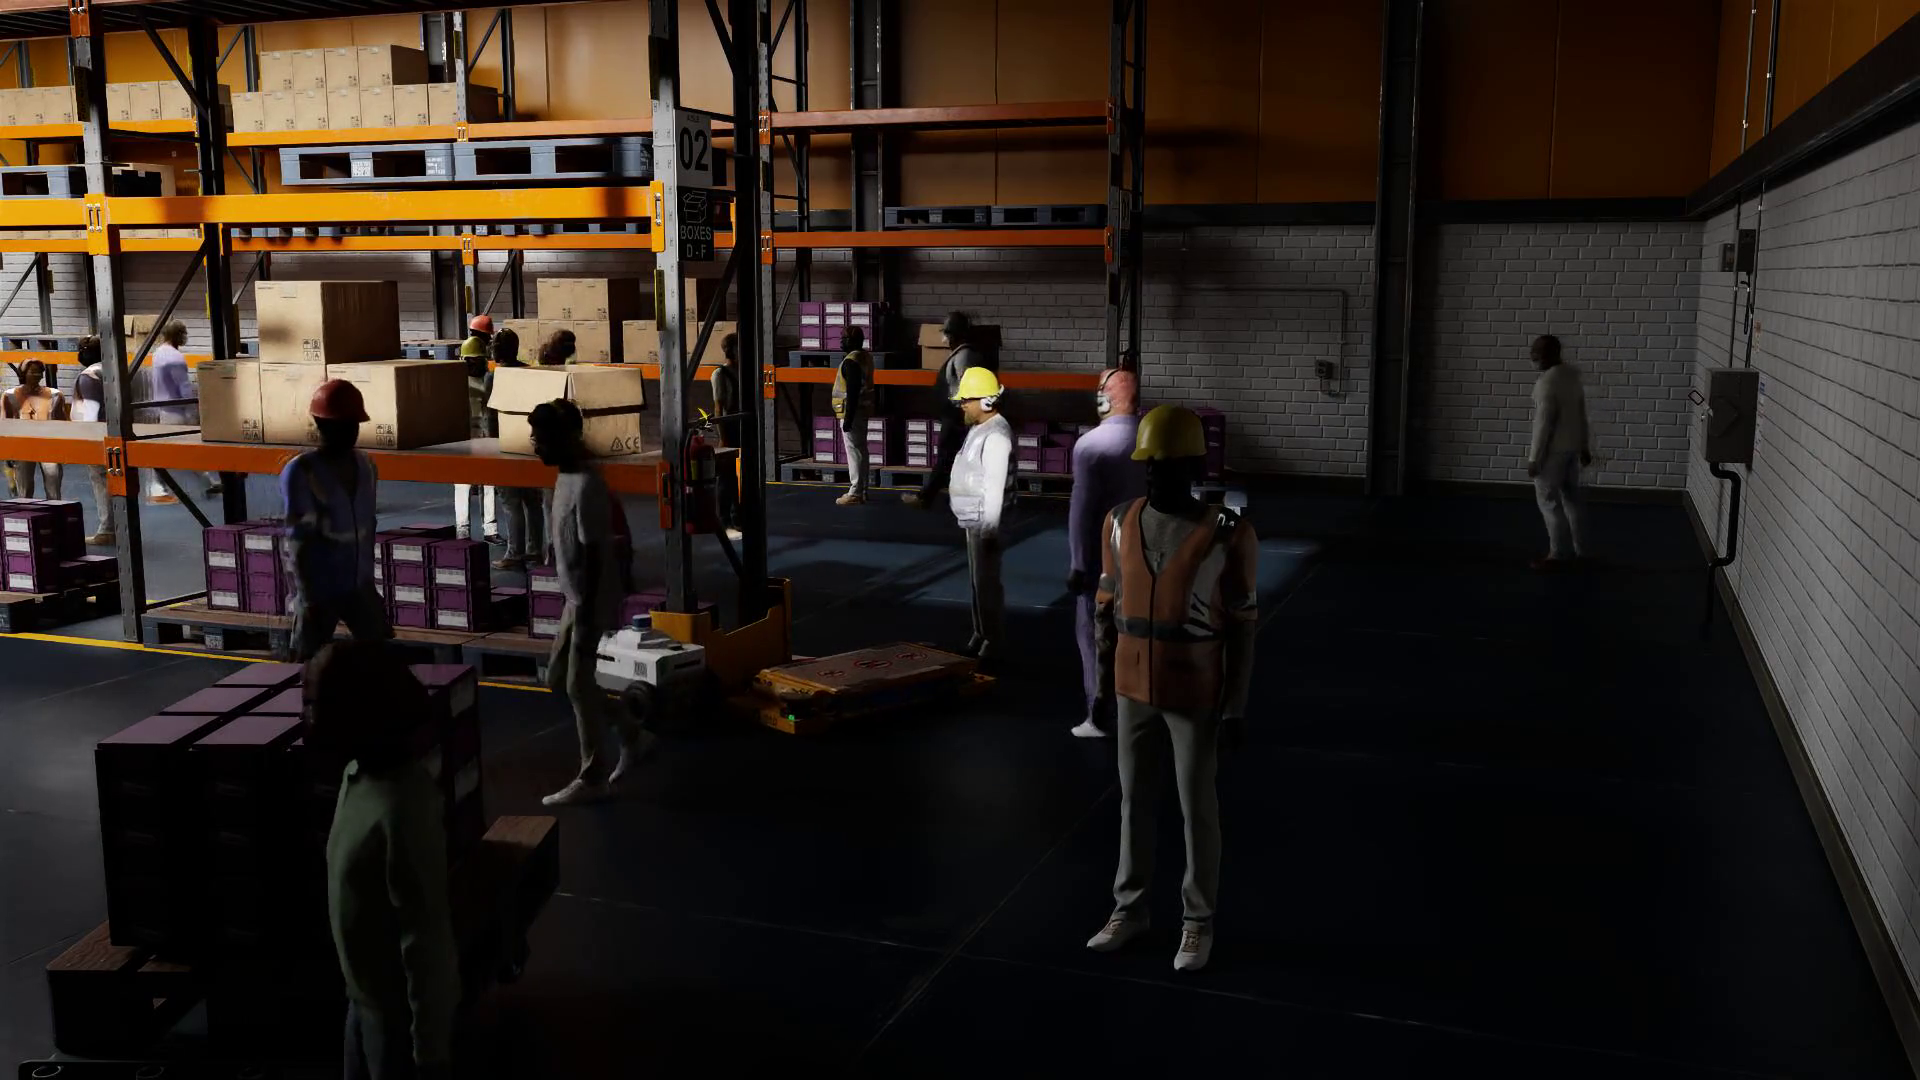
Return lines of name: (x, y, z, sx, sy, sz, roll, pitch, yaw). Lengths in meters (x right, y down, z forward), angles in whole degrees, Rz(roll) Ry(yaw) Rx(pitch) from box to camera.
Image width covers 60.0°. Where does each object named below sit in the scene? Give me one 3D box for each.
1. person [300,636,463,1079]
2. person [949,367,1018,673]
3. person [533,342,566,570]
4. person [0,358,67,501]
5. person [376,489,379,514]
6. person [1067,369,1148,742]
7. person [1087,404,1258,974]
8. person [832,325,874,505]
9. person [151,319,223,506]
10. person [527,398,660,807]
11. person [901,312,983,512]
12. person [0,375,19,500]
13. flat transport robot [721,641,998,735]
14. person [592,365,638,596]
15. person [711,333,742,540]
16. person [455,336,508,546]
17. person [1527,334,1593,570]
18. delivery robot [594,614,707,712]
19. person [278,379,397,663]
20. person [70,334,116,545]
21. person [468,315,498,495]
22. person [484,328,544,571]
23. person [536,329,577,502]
person: (-1.145, 0.994, 3.587, 0.559, 1.605, 0.519, -6, 11, -32)
person: (0.137, -0.118, 9.901, 0.404, 1.820, 0.594, -1, 9, -7)
person: (-2.968, -0.601, 12.829, 0.833, 1.856, 0.611, 5, 10, 28)
person: (-8.051, -0.763, 14.505, 0.523, 1.640, 0.306, -6, 11, -34)
person: (-6.046, -1.261, 16.618, 0.615, 1.966, 0.831, -4, 10, -25)
person: (0.819, 0.081, 8.478, 0.653, 1.882, 0.424, -6, 11, -34)
person: (0.710, 0.501, 5.668, 0.586, 1.928, 0.369, 6, 11, 32)
person: (-1.105, -1.286, 17.154, 0.429, 1.842, 0.635, 1, 9, 9)
person: (-7.955, -1.316, 17.152, 0.948, 1.898, 0.654, -6, 11, -35)
person: (-1.644, 0.283, 7.319, 0.501, 1.838, 0.603, -4, 10, -21)
person: (-0.097, -1.293, 16.579, 1.010, 2.000, 0.700, 1, 9, 7)
person: (-9.836, -1.244, 16.776, 0.647, 1.885, 0.462, 2, 9, 13)
flat transport robot: (-0.530, 0.783, 9.079, 1.431, 0.197, 0.652, -8, 12, -42)
person: (-2.421, -0.323, 11.404, 0.757, 1.736, 0.556, 3, 10, 19)
person: (-2.013, -0.929, 14.906, 0.345, 1.847, 0.507, 4, 10, 23)
person: (-4.158, -0.832, 14.336, 0.404, 1.833, 0.587, 8, 12, 41)
person: (4.811, -0.696, 13.297, 0.765, 1.894, 0.468, -9, 12, -43)
delivery robot: (-1.679, 0.638, 8.811, 0.707, 0.478, 0.477, 8, 12, 39)
person: (-2.944, 0.185, 7.836, 1.016, 1.884, 0.554, 5, 10, 30)
person: (-7.548, -0.877, 14.590, 0.429, 1.842, 0.635, -1, 9, -4)
person: (-5.149, -1.444, 17.880, 0.387, 1.928, 0.546, -3, 9, -15)
person: (-3.573, -0.721, 13.306, 0.352, 1.937, 0.635, 3, 10, 21)
person: (-4.173, -1.294, 17.348, 0.951, 1.808, 0.645, -6, 11, -35)
